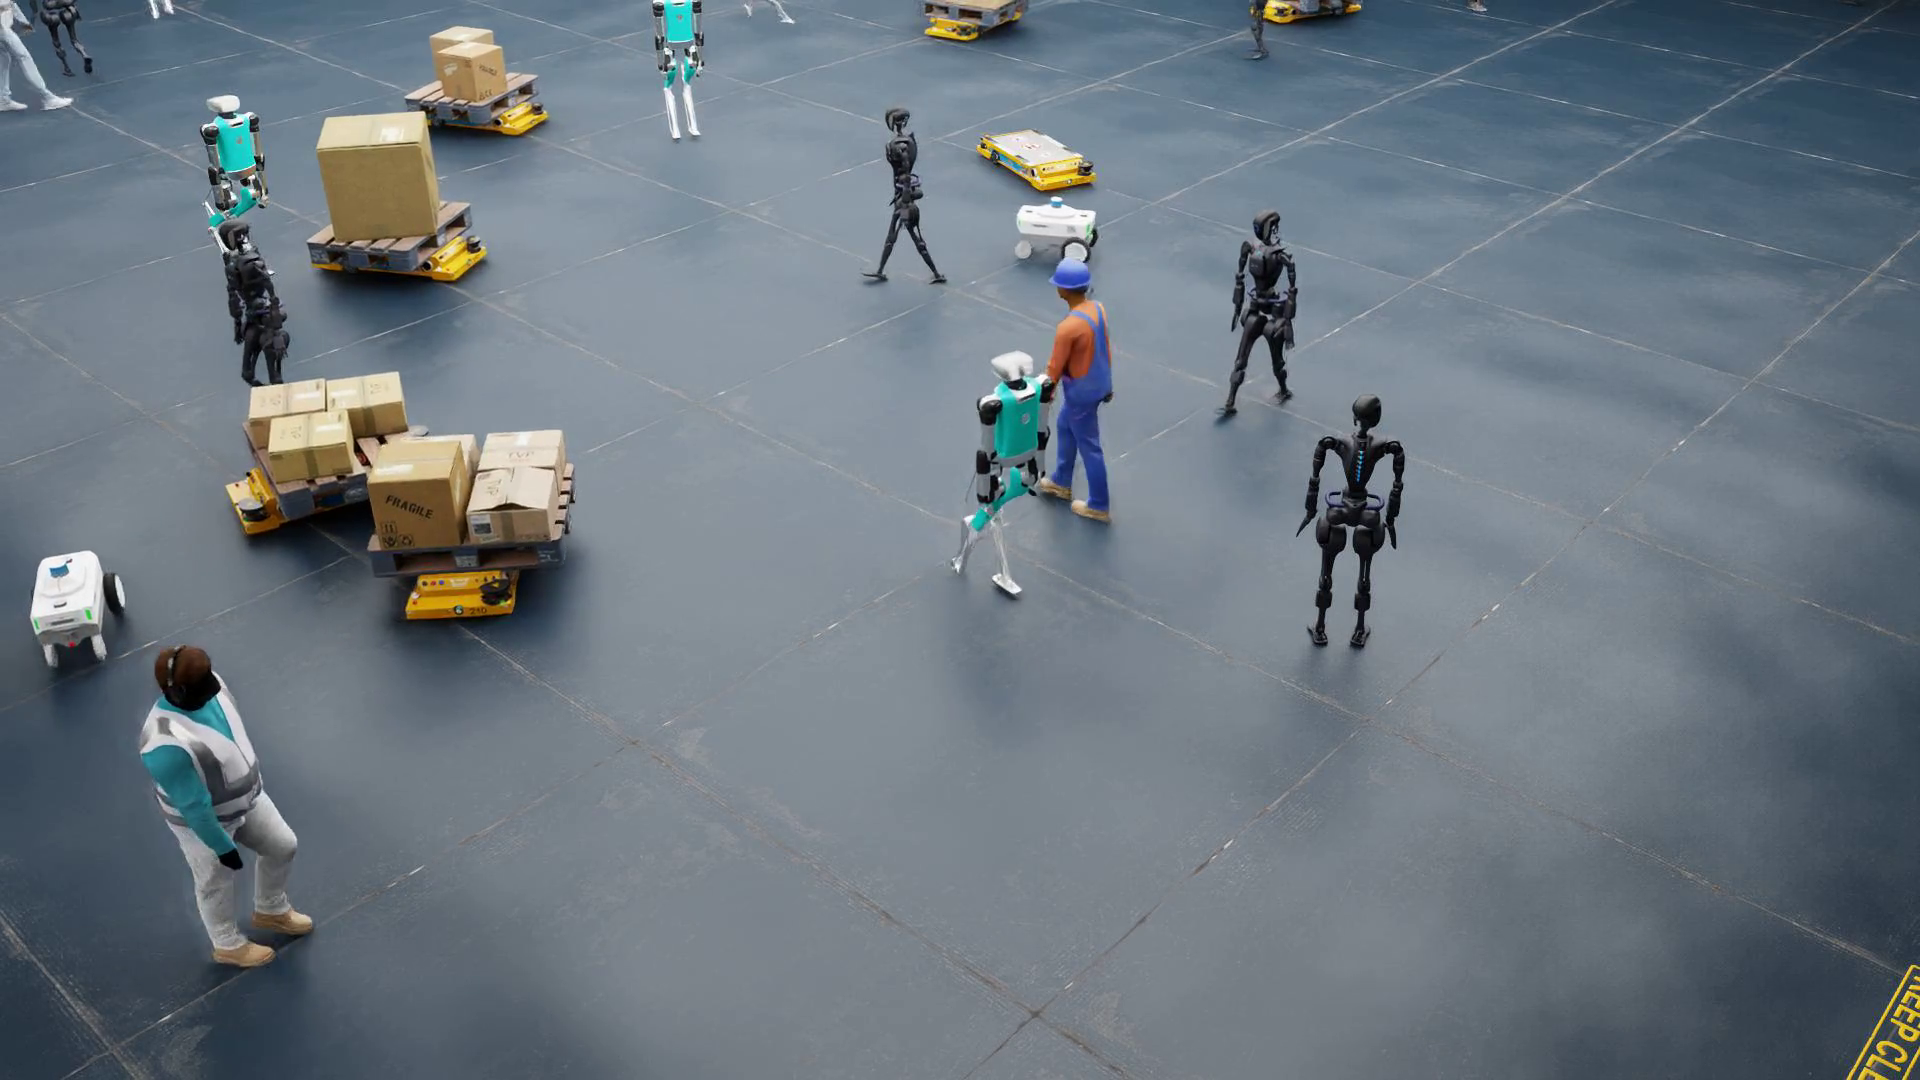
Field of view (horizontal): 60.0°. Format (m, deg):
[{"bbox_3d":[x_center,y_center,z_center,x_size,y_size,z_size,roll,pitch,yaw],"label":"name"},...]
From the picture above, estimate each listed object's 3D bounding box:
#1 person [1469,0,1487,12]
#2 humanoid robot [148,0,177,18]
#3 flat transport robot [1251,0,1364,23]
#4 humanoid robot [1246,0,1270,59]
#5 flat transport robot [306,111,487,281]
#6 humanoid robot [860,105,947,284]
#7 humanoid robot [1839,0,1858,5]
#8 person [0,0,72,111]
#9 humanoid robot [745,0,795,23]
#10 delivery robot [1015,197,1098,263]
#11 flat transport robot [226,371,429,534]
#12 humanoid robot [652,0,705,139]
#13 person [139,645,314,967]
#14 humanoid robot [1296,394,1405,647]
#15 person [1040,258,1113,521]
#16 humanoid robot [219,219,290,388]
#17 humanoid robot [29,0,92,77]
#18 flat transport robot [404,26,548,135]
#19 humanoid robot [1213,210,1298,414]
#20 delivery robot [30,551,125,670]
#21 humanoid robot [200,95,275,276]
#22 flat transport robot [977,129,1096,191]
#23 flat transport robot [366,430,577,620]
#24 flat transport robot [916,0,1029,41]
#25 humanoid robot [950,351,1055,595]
[{"bbox_3d":[7.115,-8.348,23.165,0.541,1.773,0.869,-24,39,-33],"label":"person"},{"bbox_3d":[-11.130,-8.039,22.680,0.531,1.767,0.658,-16,35,-24],"label":"humanoid robot"},{"bbox_3d":[4.813,-7.433,23.124,1.431,0.231,0.659,-16,35,-24],"label":"flat transport robot"},{"bbox_3d":[3.816,-6.953,21.012,0.384,1.638,0.612,9,33,14],"label":"humanoid robot"},{"bbox_3d":[-5.217,-2.658,15.433,1.431,0.231,0.659,7,33,11],"label":"flat transport robot"},{"bbox_3d":[-0.508,-3.034,14.750,0.777,1.625,0.605,-5,32,-8],"label":"humanoid robot"},{"bbox_3d":[12.458,-8.395,23.366,0.610,1.625,0.750,-26,40,-36],"label":"humanoid robot"},{"bbox_3d":[-10.861,-5.875,19.092,0.904,1.877,0.601,-12,34,-18],"label":"person"},{"bbox_3d":[-2.650,-7.879,22.480,0.915,1.793,0.546,9,33,14],"label":"humanoid robot"},{"bbox_3d":[0.917,-2.904,15.557,0.774,0.592,0.499,7,33,11],"label":"delivery robot"},{"bbox_3d":[-4.432,-0.446,11.872,1.431,0.231,0.659,-18,36,-27],"label":"flat transport robot"},{"bbox_3d":[-3.093,-5.300,18.221,0.530,1.719,0.714,-11,34,-17],"label":"humanoid robot"},{"bbox_3d":[-3.380,1.246,7.678,0.568,1.827,0.631,2,32,4],"label":"person"},{"bbox_3d":[2.343,-0.120,10.004,0.599,1.653,0.315,5,32,9],"label":"humanoid robot"},{"bbox_3d":[0.736,-1.020,11.270,0.789,1.874,0.524,16,35,24],"label":"person"},{"bbox_3d":[-5.203,-1.586,12.374,0.611,1.652,0.323,20,37,29],"label":"humanoid robot"},{"bbox_3d":[-10.991,-6.461,20.232,0.516,1.646,0.601,23,38,32],"label":"humanoid robot"},{"bbox_3d":[-5.511,-4.880,19.012,1.431,0.231,0.659,10,33,15],"label":"flat transport robot"},{"bbox_3d":[2.312,-1.706,12.615,0.786,1.628,0.613,-25,40,-34],"label":"humanoid robot"},{"bbox_3d":[-5.485,0.377,10.247,0.499,0.563,0.738,-11,34,-18],"label":"delivery robot"},{"bbox_3d":[-6.452,-3.114,14.651,0.735,1.677,0.533,19,37,28],"label":"humanoid robot"},{"bbox_3d":[0.799,-4.057,17.687,0.659,0.231,1.431,-15,35,-23],"label":"flat transport robot"},{"bbox_3d":[-3.194,0.046,11.079,0.659,0.231,1.431,-3,32,-5],"label":"flat transport robot"},{"bbox_3d":[0.186,-7.023,22.462,0.659,0.231,1.431,18,36,26],"label":"flat transport robot"},{"bbox_3d":[0.171,-0.411,10.506,0.553,1.873,0.833,-21,38,-30],"label":"humanoid robot"}]
